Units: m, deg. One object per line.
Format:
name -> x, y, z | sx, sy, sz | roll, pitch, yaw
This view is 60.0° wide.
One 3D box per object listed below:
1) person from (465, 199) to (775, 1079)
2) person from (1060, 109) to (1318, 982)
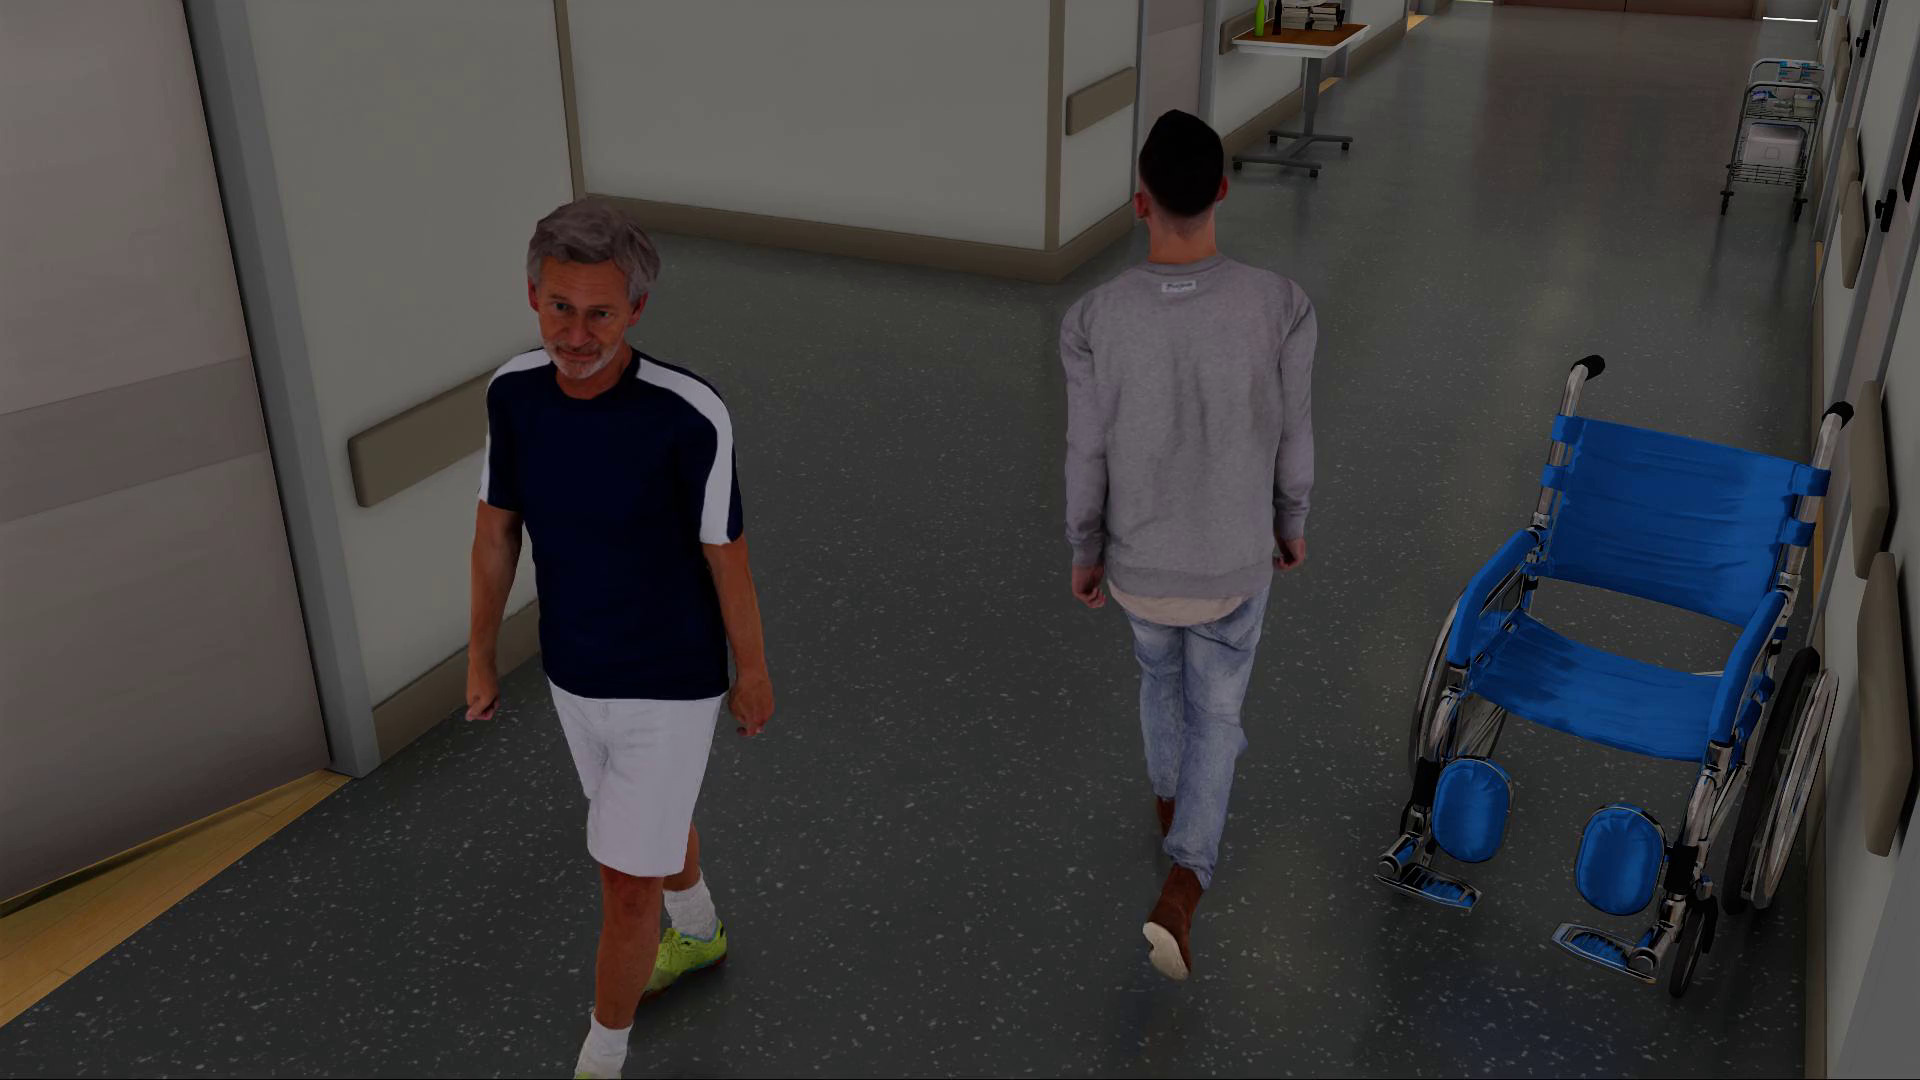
person -> -0.567, 0.218, 3.179 | 0.741, 1.796, 0.992 | 14, 29, 27
person -> 0.481, 0.059, 3.497 | 0.875, 1.806, 1.212 | 6, 26, 12
